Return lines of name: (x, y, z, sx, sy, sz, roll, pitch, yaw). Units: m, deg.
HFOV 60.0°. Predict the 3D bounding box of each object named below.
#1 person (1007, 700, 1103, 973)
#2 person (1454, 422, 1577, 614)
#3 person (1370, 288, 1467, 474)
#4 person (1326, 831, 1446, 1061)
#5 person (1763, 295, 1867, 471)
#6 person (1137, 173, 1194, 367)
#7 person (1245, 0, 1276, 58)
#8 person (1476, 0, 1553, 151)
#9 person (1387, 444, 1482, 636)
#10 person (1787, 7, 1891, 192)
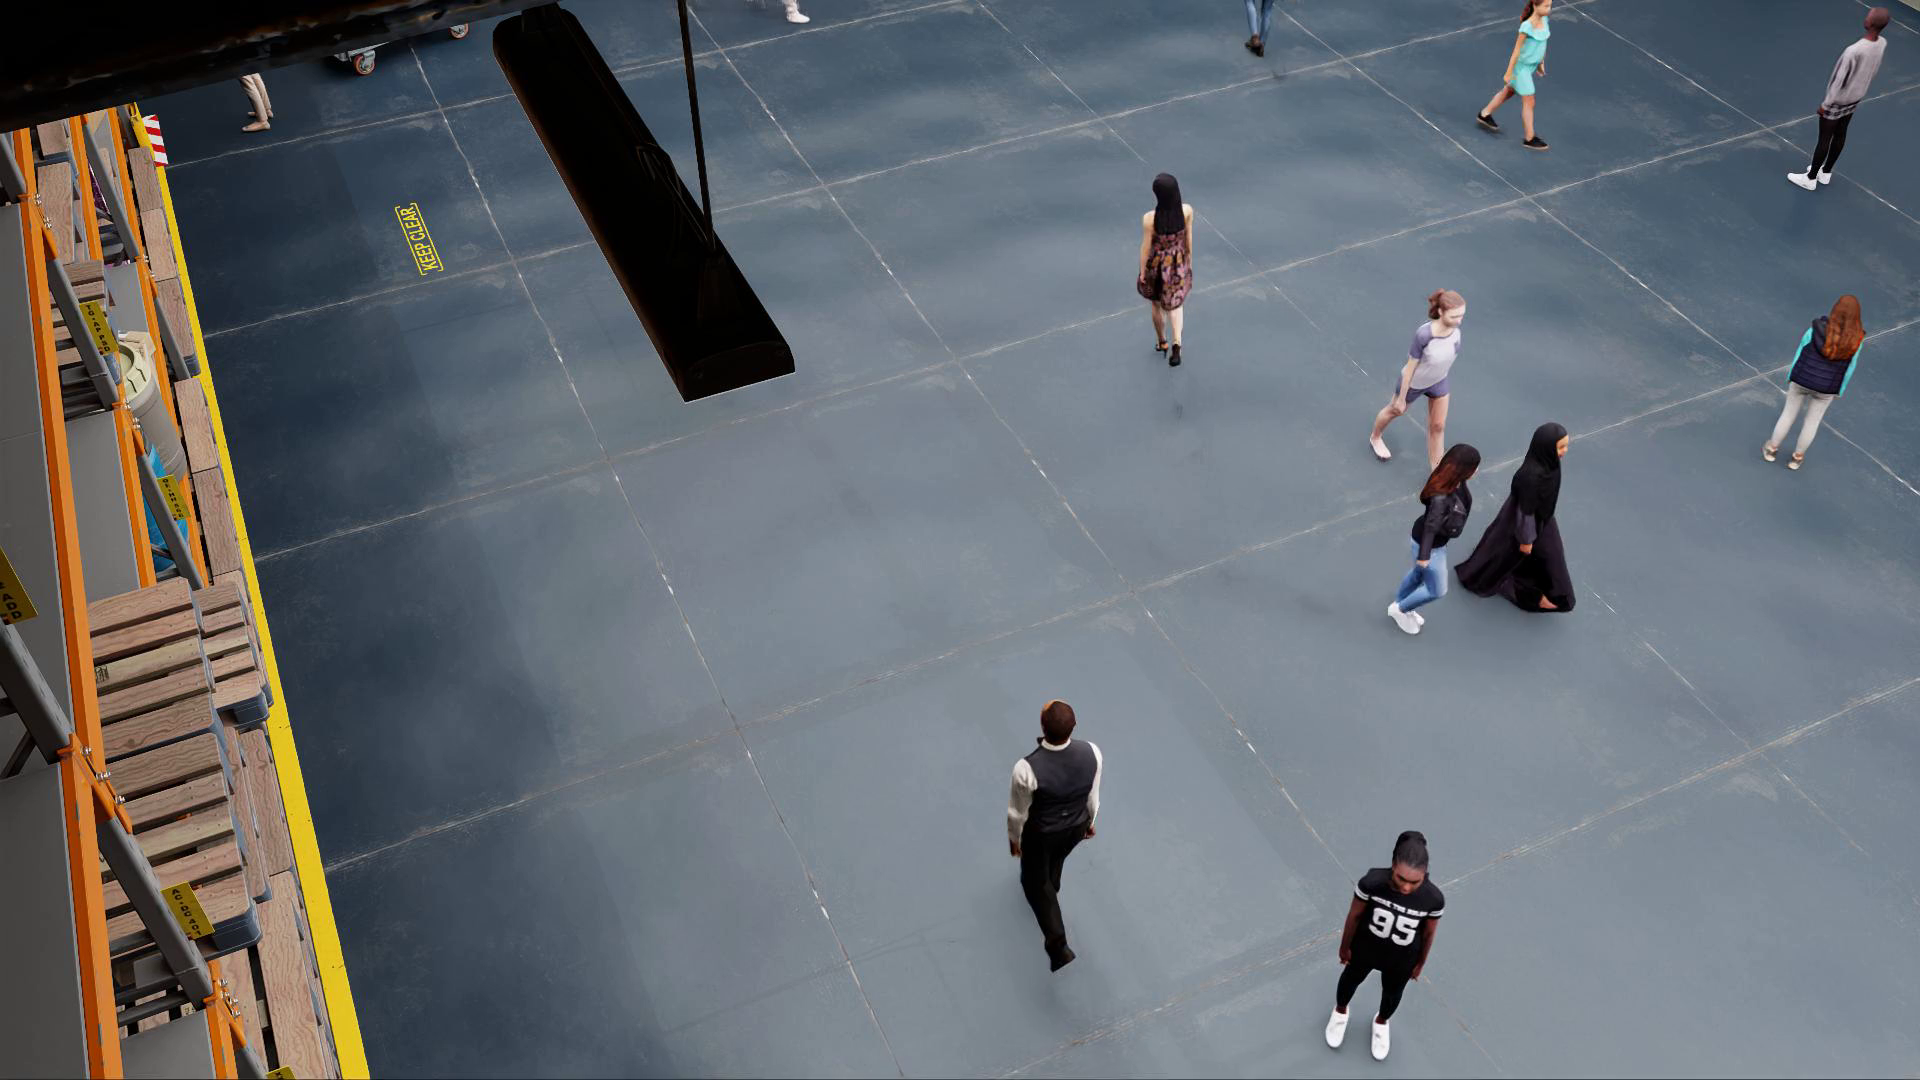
person: (0.541, 1.648, 9.215, 0.759, 1.895, 1.108, -13, 45, -13)
person: (3.795, -0.196, 11.359, 1.177, 1.608, 0.907, 31, 52, 29)
person: (3.398, -1.200, 12.343, 0.609, 1.705, 1.084, -16, 46, -16)
person: (2.250, 2.151, 8.808, 0.688, 1.729, 0.740, 12, 45, 13)
person: (6.426, -1.191, 12.483, 0.663, 1.499, 0.739, 23, 48, 22)
person: (1.660, -2.085, 13.239, 0.745, 1.750, 0.940, -8, 44, -8)
person: (3.211, -5.777, 17.198, 0.618, 1.634, 0.627, -11, 45, -11)
person: (5.371, -4.571, 16.015, 0.798, 1.520, 1.114, -34, 53, -30)
person: (3.100, -0.012, 11.160, 0.819, 1.617, 0.794, 20, 47, 20)
person: (8.147, -4.059, 15.295, 0.619, 1.772, 0.545, -21, 47, -20)
